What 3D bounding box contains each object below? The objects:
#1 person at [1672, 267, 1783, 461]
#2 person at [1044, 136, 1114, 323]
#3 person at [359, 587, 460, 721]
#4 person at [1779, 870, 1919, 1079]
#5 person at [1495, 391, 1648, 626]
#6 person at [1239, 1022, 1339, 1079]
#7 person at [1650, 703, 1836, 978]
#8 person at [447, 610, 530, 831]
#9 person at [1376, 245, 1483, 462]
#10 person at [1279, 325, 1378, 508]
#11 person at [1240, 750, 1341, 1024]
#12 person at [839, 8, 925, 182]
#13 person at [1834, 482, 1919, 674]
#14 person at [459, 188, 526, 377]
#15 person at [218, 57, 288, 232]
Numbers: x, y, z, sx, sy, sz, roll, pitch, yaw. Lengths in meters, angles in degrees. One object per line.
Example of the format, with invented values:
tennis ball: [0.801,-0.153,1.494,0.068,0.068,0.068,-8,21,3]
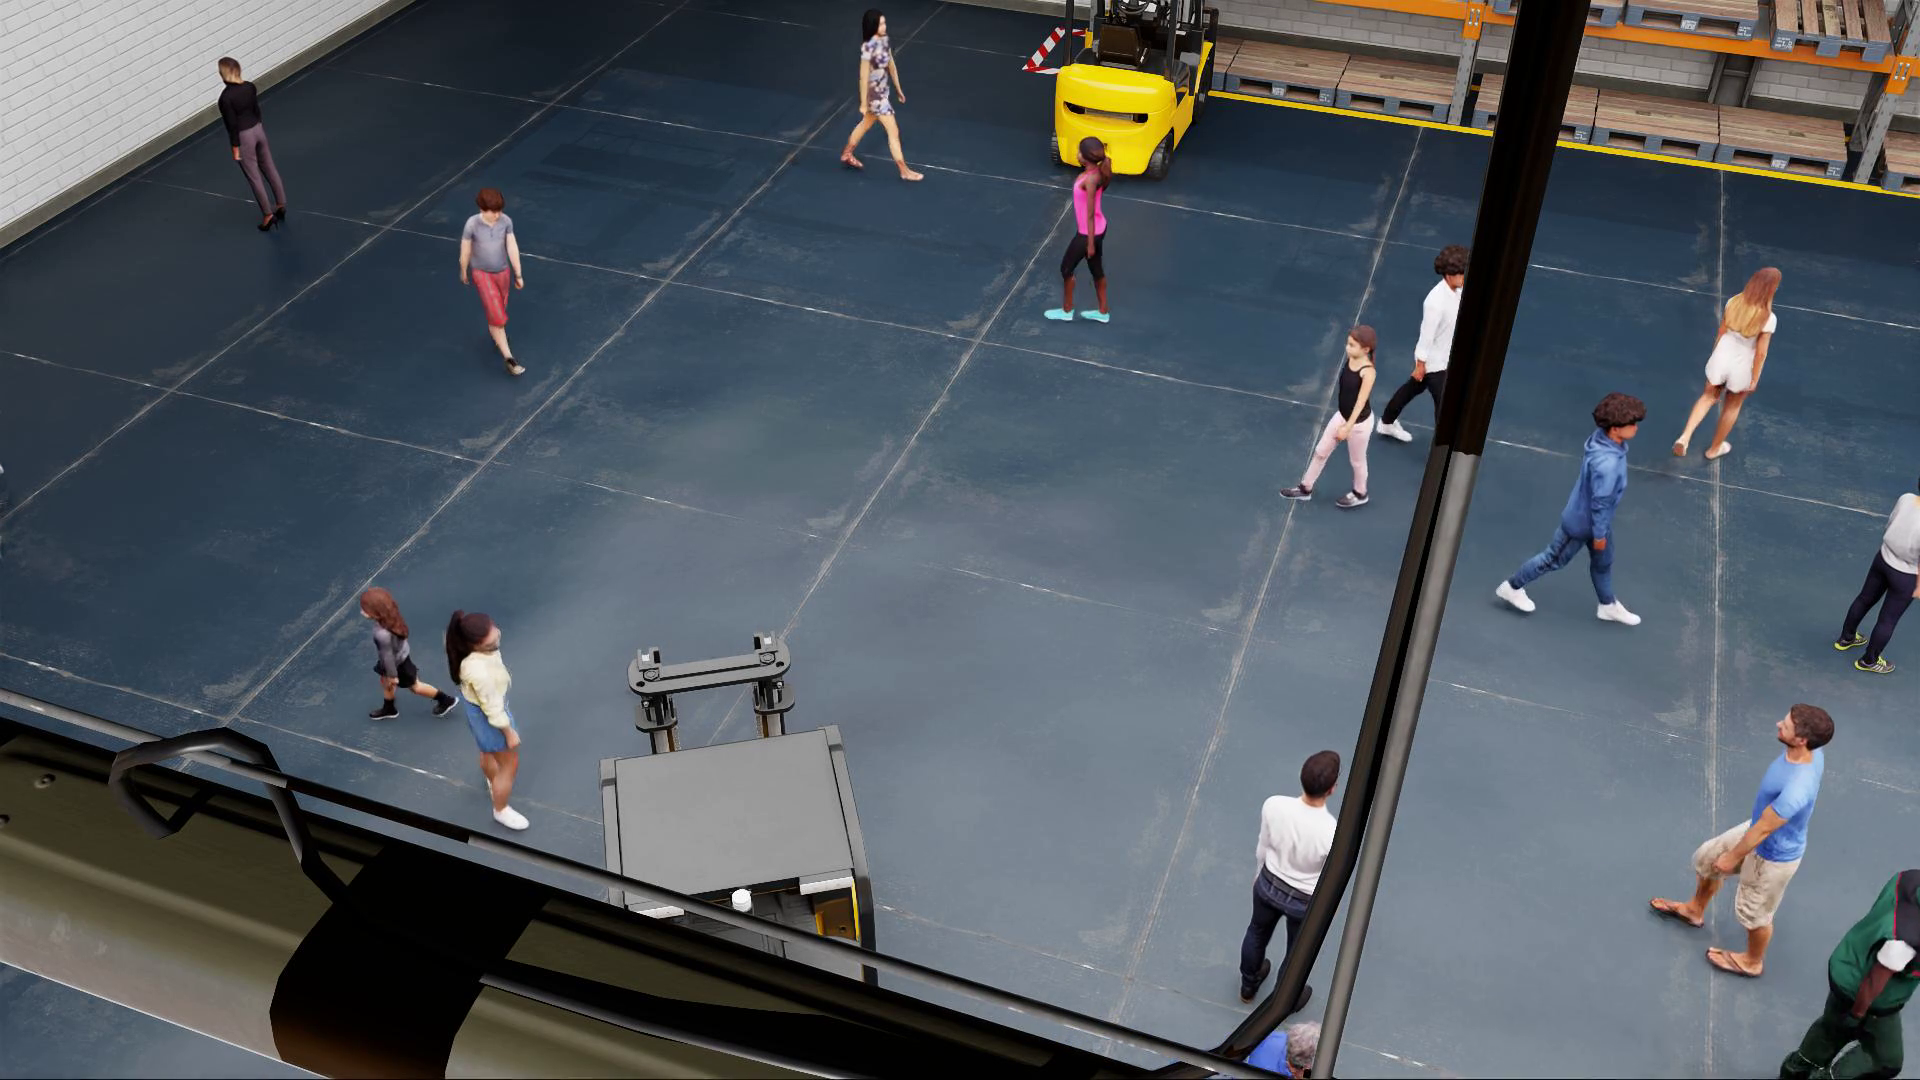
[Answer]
person: [5.719,-1.269,12.417,0.914,1.678,0.916,-25,45,-28]
person: [1.183,-2.575,14.030,0.815,1.706,0.652,8,39,10]
person: [-3.475,0.722,10.400,0.859,1.083,0.747,-10,40,-13]
person: [4.318,2.122,8.055,0.676,1.822,0.692,16,41,19]
person: [4.061,-0.178,10.981,1.211,1.764,0.771,17,42,20]
person: [1.229,2.721,7.342,1.209,1.776,0.852,4,39,5]
person: [4.312,1.619,8.669,0.891,1.841,0.683,17,42,20]
person: [-2.769,0.975,9.662,0.857,1.609,0.759,-29,47,-31]
person: [3.520,-1.431,12.552,1.169,1.762,0.838,23,44,26]
person: [2.908,-0.878,12.038,0.949,1.539,0.844,-13,40,-15]
person: [1.679,1.785,8.445,0.630,1.862,0.744,25,45,28]
person: [-0.887,-4.345,16.266,1.154,1.681,0.586,14,41,17]
person: [6.049,0.167,10.720,0.634,1.552,0.621,-8,39,-10]
person: [-3.879,-2.206,13.658,1.000,1.593,1.143,-20,43,-24]
person: [-6.579,-3.680,15.441,0.516,1.671,0.592,12,40,15]
